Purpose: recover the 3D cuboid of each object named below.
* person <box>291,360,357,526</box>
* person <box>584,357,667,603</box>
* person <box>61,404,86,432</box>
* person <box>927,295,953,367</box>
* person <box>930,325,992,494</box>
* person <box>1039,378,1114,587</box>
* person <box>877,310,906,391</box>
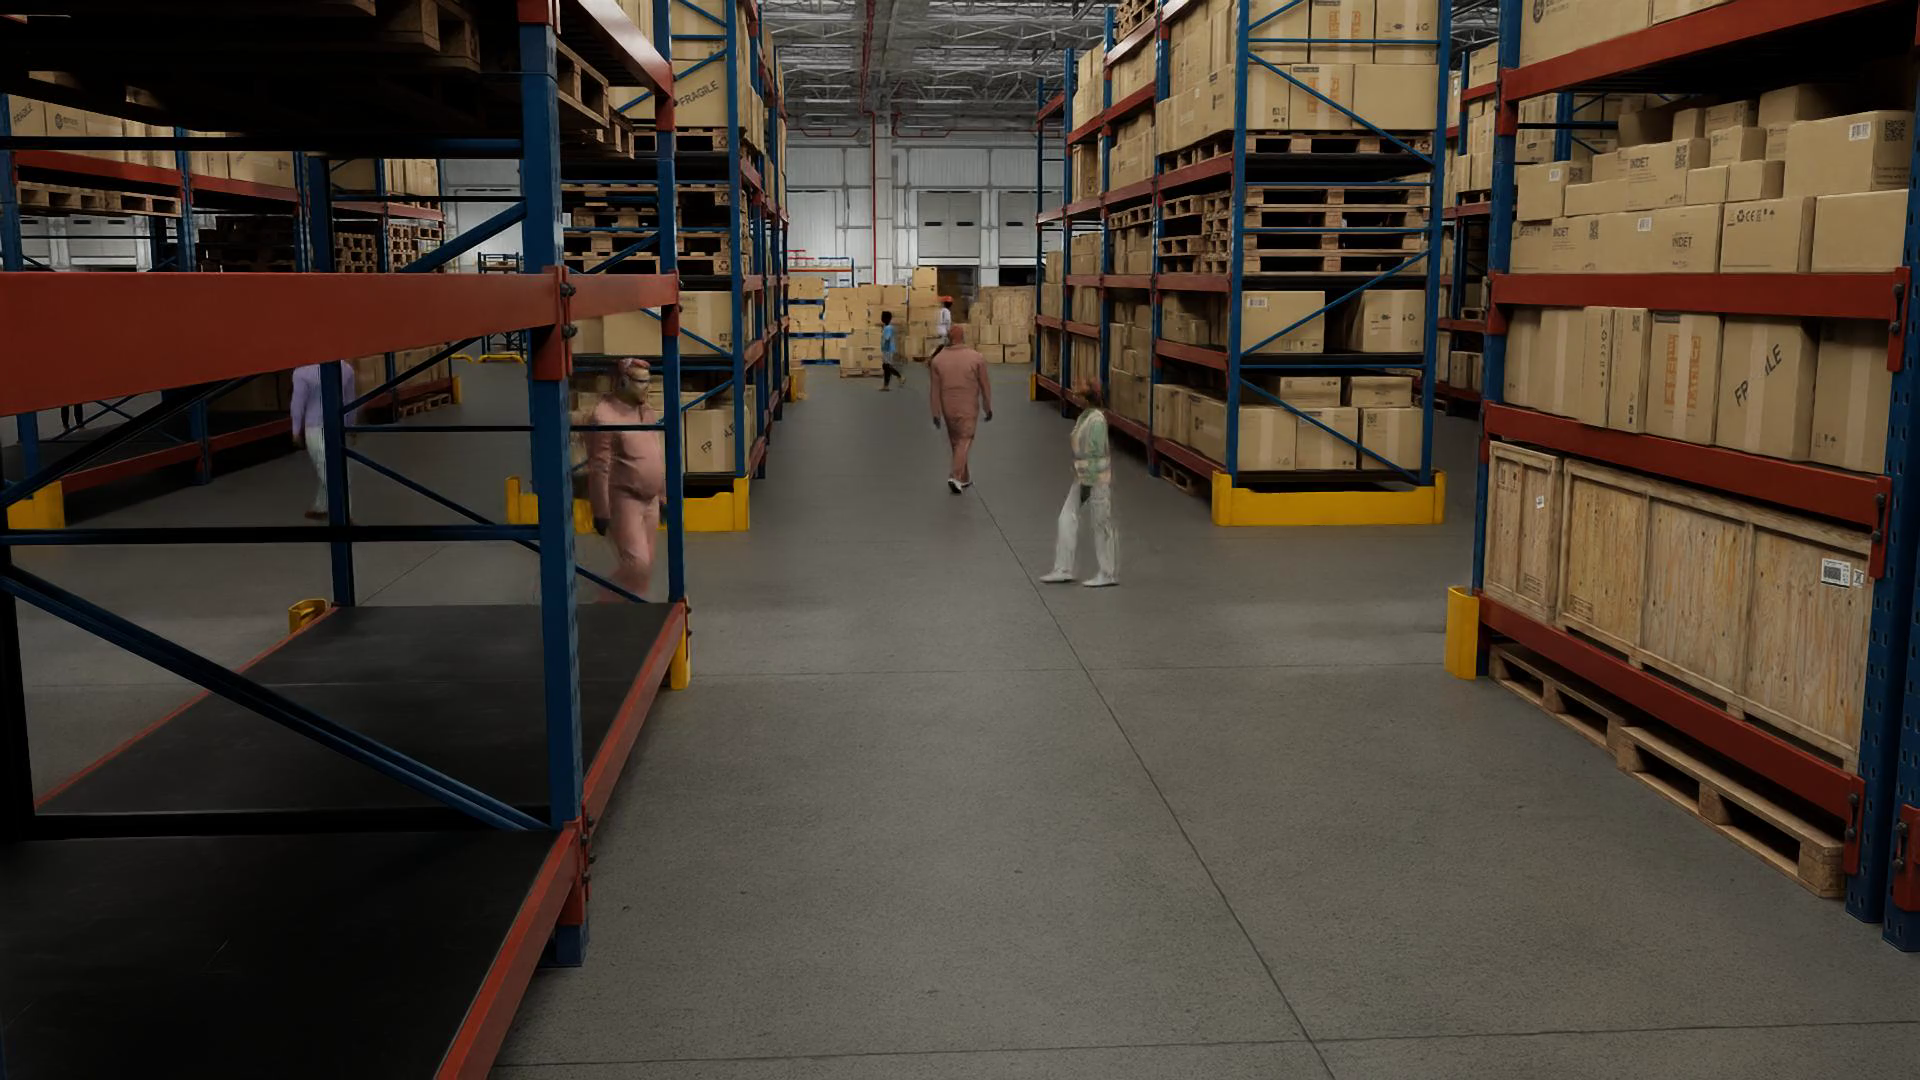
[{"bbox_3d":[-6.134,-1.087,16.039,0.924,1.903,0.643,6,11,33],"label":"person"},{"bbox_3d":[-2.105,-0.234,10.738,0.421,1.882,0.644,4,10,22],"label":"person"},{"bbox_3d":[-13.312,-2.406,24.929,0.540,1.700,0.315,2,9,15],"label":"person"},{"bbox_3d":[-0.374,-5.362,42.931,1.021,1.892,0.558,-1,9,-9],"label":"person"},{"bbox_3d":[-0.014,-1.462,18.528,0.644,1.856,1.014,3,10,18],"label":"person"},{"bbox_3d":[0.895,-0.429,12.750,0.681,1.613,0.538,-2,9,-12],"label":"person"},{"bbox_3d":[-1.432,-3.914,34.457,0.499,1.687,0.537,-1,9,-6],"label":"person"}]
